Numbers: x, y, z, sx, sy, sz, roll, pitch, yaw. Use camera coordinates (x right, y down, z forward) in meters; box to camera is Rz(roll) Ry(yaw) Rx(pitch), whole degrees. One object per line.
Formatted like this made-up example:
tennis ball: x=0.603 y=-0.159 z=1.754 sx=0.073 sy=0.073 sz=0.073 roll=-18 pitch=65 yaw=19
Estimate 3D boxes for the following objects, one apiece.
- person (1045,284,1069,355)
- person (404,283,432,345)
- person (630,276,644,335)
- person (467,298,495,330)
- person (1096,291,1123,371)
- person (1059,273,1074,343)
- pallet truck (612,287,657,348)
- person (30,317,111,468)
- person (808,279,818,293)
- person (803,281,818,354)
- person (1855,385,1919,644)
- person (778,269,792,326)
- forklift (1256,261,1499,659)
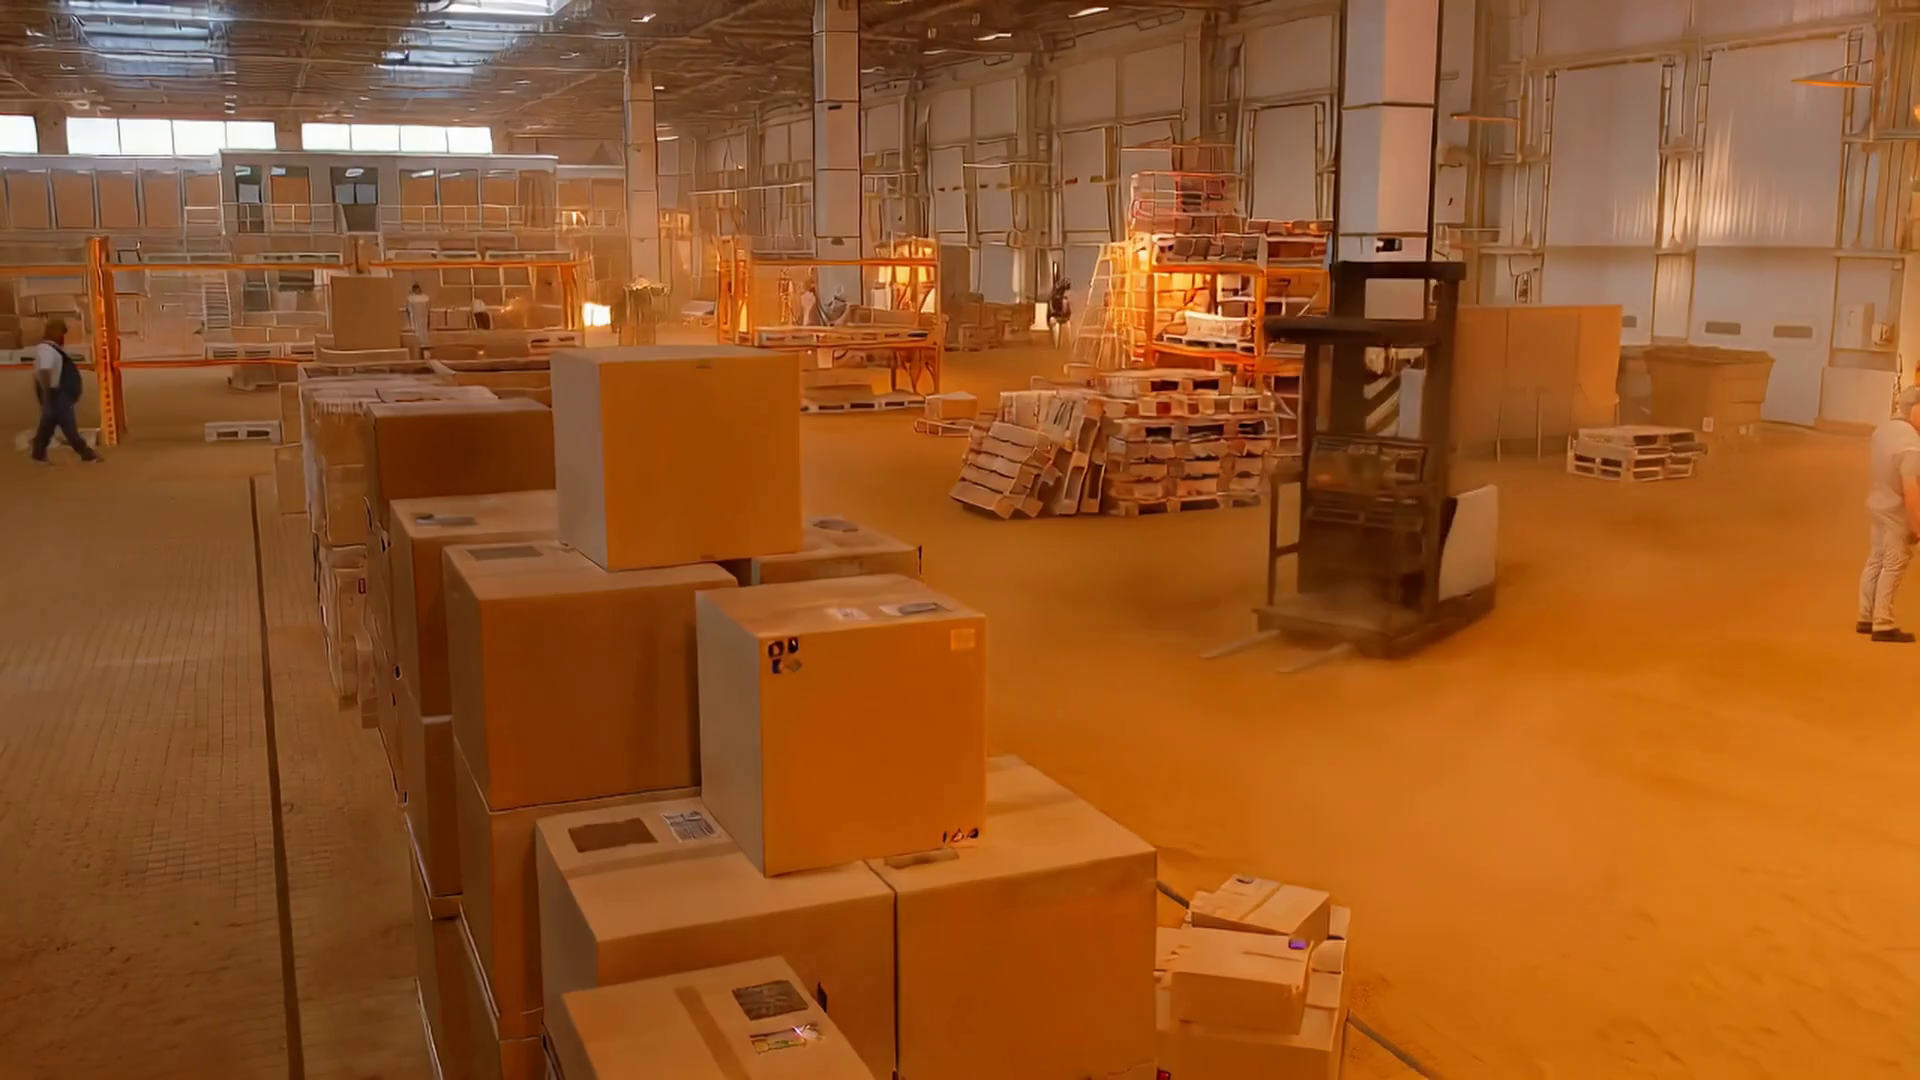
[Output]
person: x=2.495 y=-5.682 z=42.910 sx=0.642 sy=1.827 sz=0.439 roll=2 pitch=11 yaw=12
person: x=-13.510 y=-5.475 z=41.520 sx=0.639 sy=1.922 sz=0.764 roll=-3 pitch=11 yaw=-15
person: x=-10.082 y=-7.318 z=51.873 sx=0.429 sy=1.846 sz=0.633 roll=1 pitch=10 yaw=4
person: x=-9.128 y=-3.698 z=31.865 sx=0.712 sy=1.864 sz=0.594 roll=10 pitch=14 yaw=44
person: x=3.196 y=-4.385 z=35.630 sx=0.607 sy=1.875 sz=0.986 roll=2 pitch=10 yaw=11
person: x=3.047 y=-6.689 z=48.002 sx=0.399 sy=1.989 sz=0.622 roll=-6 pitch=12 yaw=-29
pallet truck: x=-6.464 y=-4.406 z=35.401 sx=0.823 sy=1.965 sz=1.885 roll=6 pitch=12 yaw=32
person: x=-11.733 y=-1.947 z=21.730 sx=1.028 sy=2.000 sz=0.700 roll=-3 pitch=11 yaw=-18
person: x=-4.104 y=-6.455 z=47.089 sx=0.513 sy=1.859 sz=0.506 roll=-8 pitch=13 yaw=-36
person: x=-3.785 y=-5.786 z=43.231 sx=0.585 sy=1.917 sz=0.381 roll=-4 pitch=11 yaw=-19
person: x=6.960 y=-0.191 z=12.372 sx=0.371 sy=1.930 sz=0.636 roll=1 pitch=10 yaw=3
person: x=-6.040 y=-8.372 z=57.393 sx=0.380 sy=1.950 sz=0.605 roll=-10 pitch=14 yaw=-43
forklift: x=3.252 y=-0.703 z=12.558 sx=1.129 sy=2.768 sz=1.873 roll=9 pitch=13 yaw=40
